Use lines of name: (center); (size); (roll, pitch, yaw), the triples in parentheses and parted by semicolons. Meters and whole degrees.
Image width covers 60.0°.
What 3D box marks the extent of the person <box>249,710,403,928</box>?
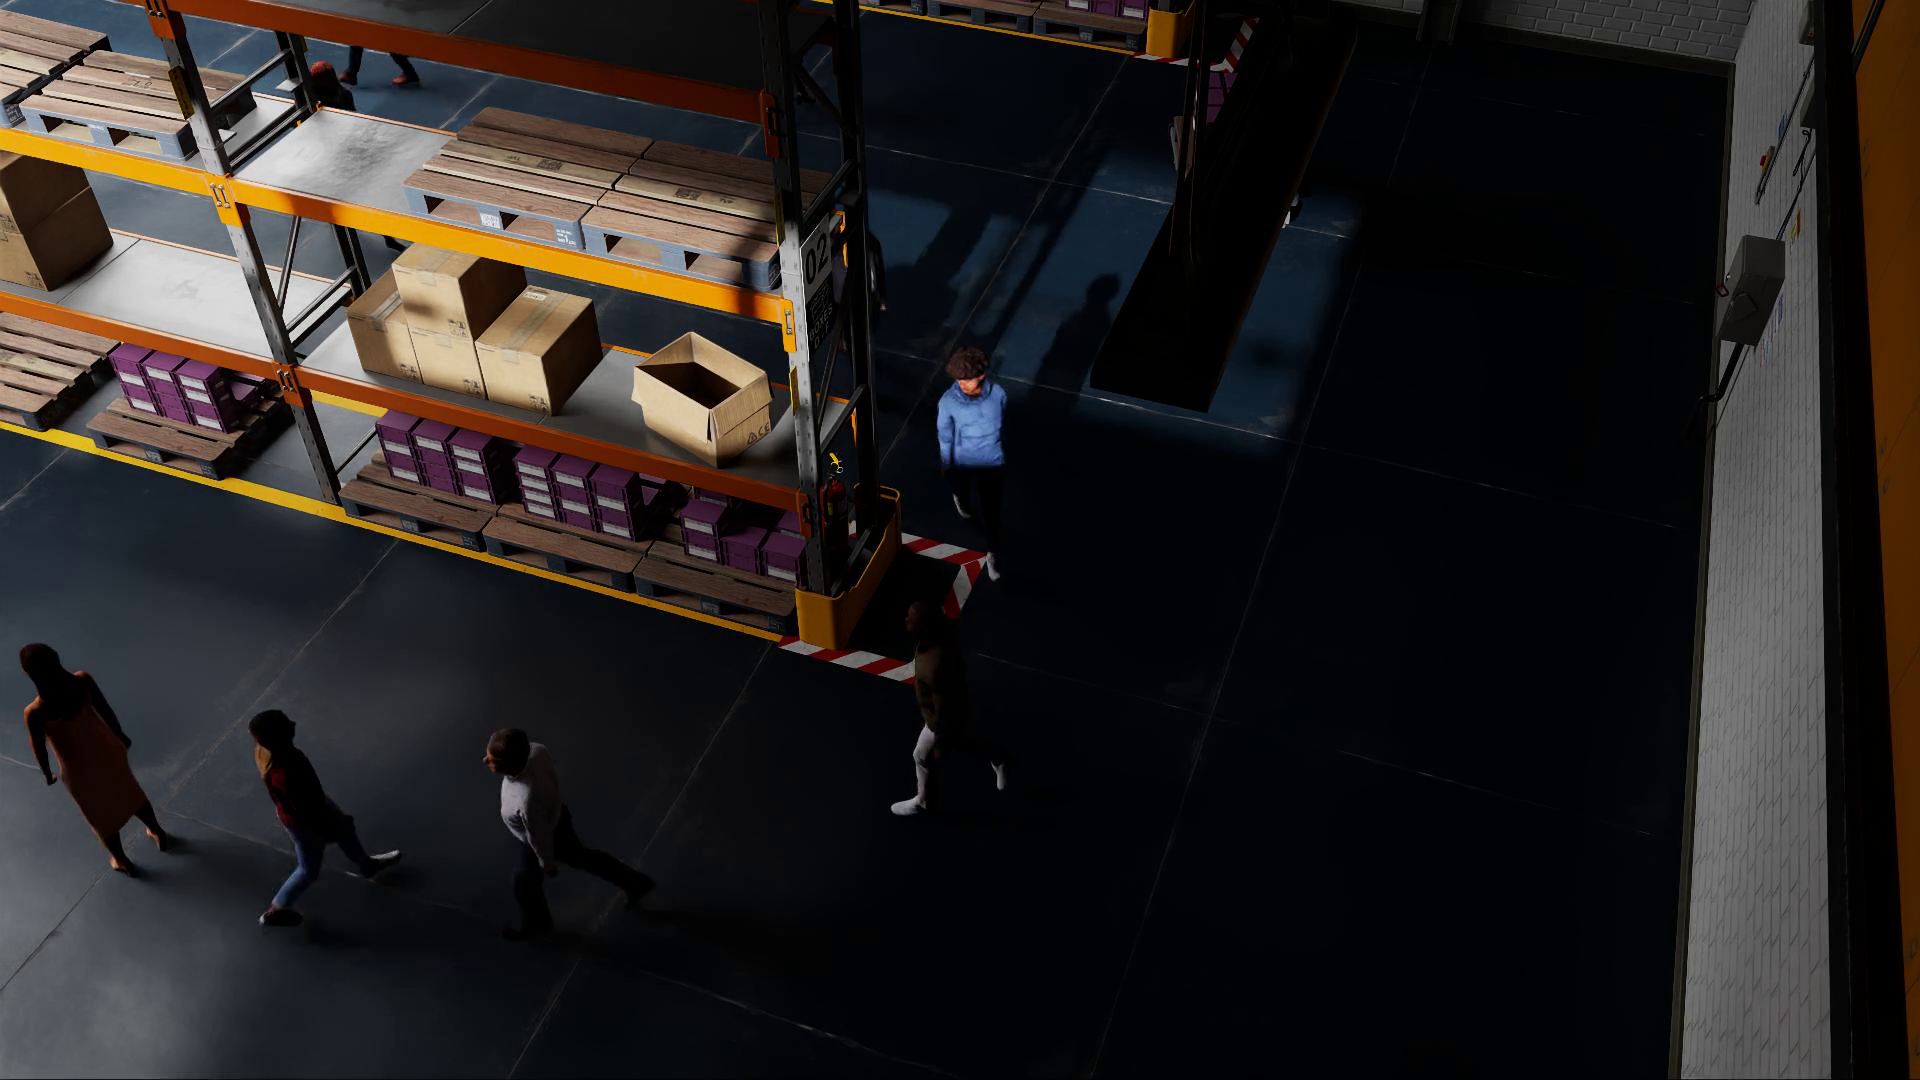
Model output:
person: (-3.755, 1.592, 9.354); (1.084, 1.601, 1.092); (-23, 48, -22)

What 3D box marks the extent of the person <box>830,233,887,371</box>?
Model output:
person: (-0.844, -1.911, 13.036); (1.012, 1.594, 1.101); (-21, 47, -21)

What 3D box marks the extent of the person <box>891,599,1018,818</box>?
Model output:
person: (-0.013, 1.005, 9.832); (1.171, 1.791, 1.011); (-5, 44, -5)

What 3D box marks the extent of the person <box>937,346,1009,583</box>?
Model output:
person: (0.069, -0.663, 11.601); (1.218, 1.766, 1.157); (-11, 45, -11)

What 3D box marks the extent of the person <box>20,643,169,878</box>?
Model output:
person: (-4.941, 1.269, 9.526); (0.614, 1.830, 0.672); (25, 49, 24)

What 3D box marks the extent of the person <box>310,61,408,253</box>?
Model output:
person: (-5.364, -3.324, 14.408); (1.189, 1.745, 0.780); (25, 49, 24)

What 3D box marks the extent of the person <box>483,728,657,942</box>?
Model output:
person: (-2.214, 1.606, 9.202); (1.239, 1.789, 1.010); (-5, 44, -5)

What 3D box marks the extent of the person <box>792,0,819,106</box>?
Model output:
person: (-1.780, -4.931, 16.176); (1.059, 1.634, 0.876); (-6, 44, -7)
